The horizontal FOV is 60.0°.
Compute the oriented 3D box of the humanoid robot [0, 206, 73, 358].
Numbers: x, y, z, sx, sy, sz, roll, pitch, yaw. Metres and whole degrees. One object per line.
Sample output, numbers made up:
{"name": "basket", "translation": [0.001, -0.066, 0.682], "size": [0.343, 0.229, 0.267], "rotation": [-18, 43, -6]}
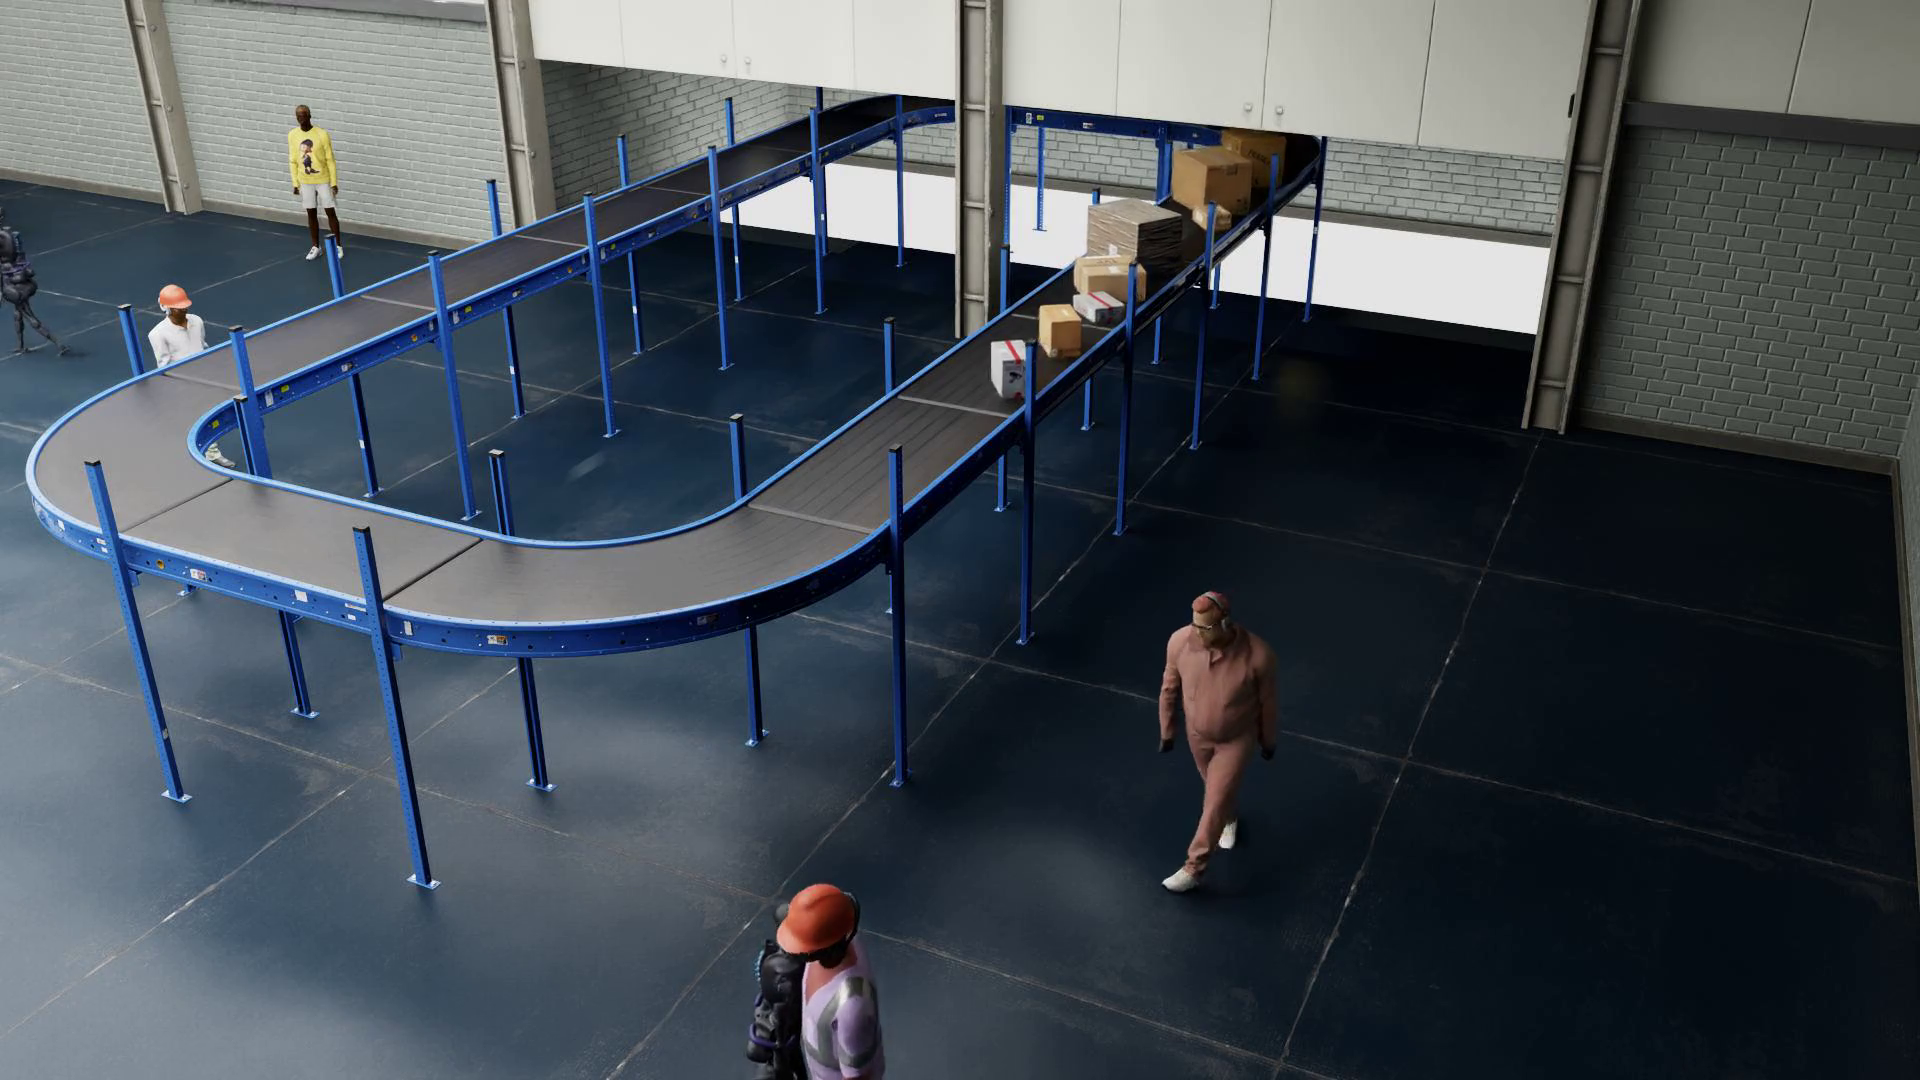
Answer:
{"name": "humanoid robot", "translation": [-9.809, -2.695, 17.400], "size": [0.788, 1.636, 0.602], "rotation": [0, 26, 1]}

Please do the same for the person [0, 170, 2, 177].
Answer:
{"name": "person", "translation": [-12.560, -4.736, 21.149], "size": [0.660, 1.927, 0.532], "rotation": [-14, 30, -27]}

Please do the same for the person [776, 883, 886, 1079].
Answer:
{"name": "person", "translation": [-0.513, 2.247, 6.984], "size": [0.469, 2.032, 0.644], "rotation": [-9, 28, -18]}

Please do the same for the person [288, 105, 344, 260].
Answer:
{"name": "person", "translation": [-7.965, -4.419, 20.547], "size": [0.555, 1.898, 0.369], "rotation": [-2, 26, -4]}

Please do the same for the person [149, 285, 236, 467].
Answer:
{"name": "person", "translation": [-6.757, -1.397, 14.620], "size": [0.328, 1.751, 0.565], "rotation": [9, 28, 18]}

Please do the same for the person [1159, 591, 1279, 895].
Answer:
{"name": "person", "translation": [1.460, 1.099, 9.483], "size": [0.656, 1.843, 0.962], "rotation": [15, 30, 28]}

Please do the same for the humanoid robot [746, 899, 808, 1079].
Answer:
{"name": "humanoid robot", "translation": [-0.813, 2.243, 7.393], "size": [0.475, 1.631, 0.608], "rotation": [1, 26, 2]}
